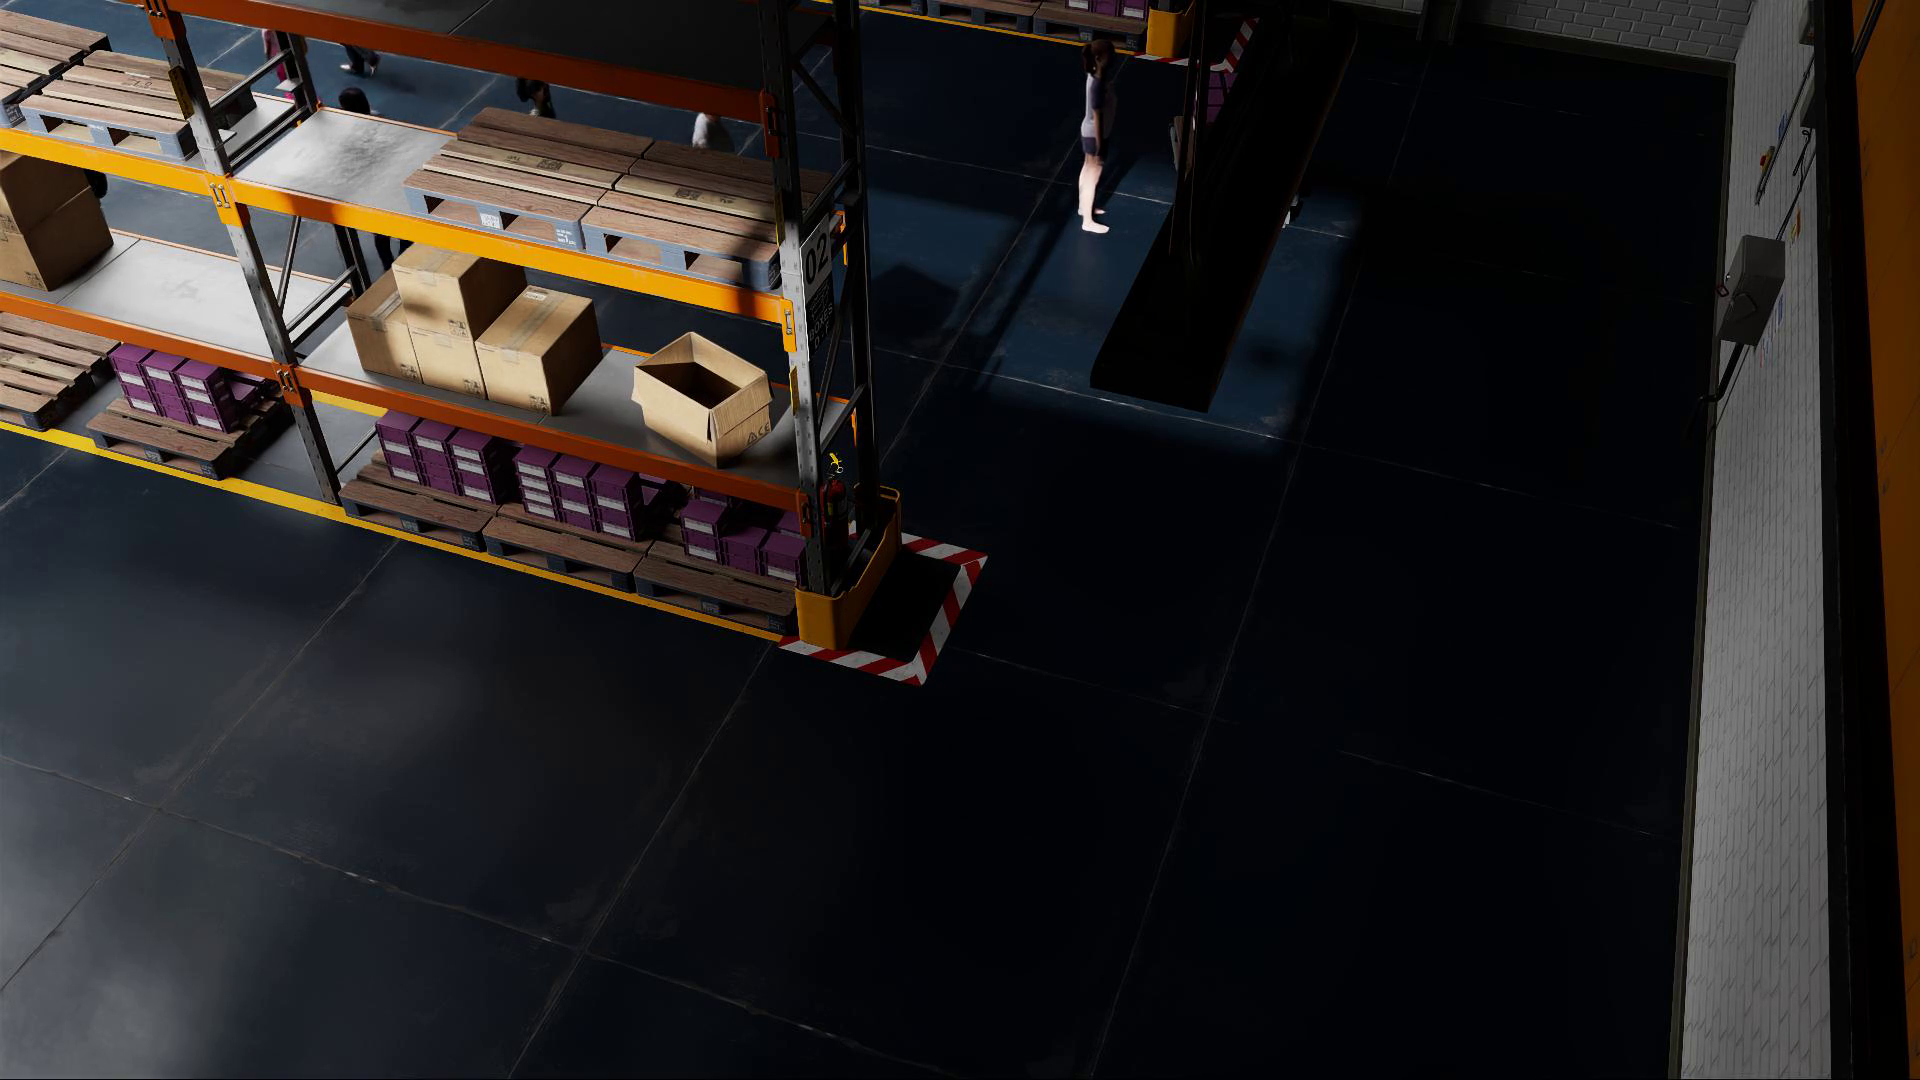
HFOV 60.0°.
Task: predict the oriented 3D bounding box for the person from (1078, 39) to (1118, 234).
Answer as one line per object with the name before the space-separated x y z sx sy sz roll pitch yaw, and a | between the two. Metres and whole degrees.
person | 1.191 -3.578 14.661 0.656 1.765 0.658 -1 44 -1

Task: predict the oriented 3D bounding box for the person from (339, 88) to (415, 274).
person | -4.942 -2.975 13.964 0.676 1.853 0.737 20 47 20

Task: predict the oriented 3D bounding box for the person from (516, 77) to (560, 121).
person | -3.556 -3.179 14.251 0.700 1.753 0.666 5 44 5
